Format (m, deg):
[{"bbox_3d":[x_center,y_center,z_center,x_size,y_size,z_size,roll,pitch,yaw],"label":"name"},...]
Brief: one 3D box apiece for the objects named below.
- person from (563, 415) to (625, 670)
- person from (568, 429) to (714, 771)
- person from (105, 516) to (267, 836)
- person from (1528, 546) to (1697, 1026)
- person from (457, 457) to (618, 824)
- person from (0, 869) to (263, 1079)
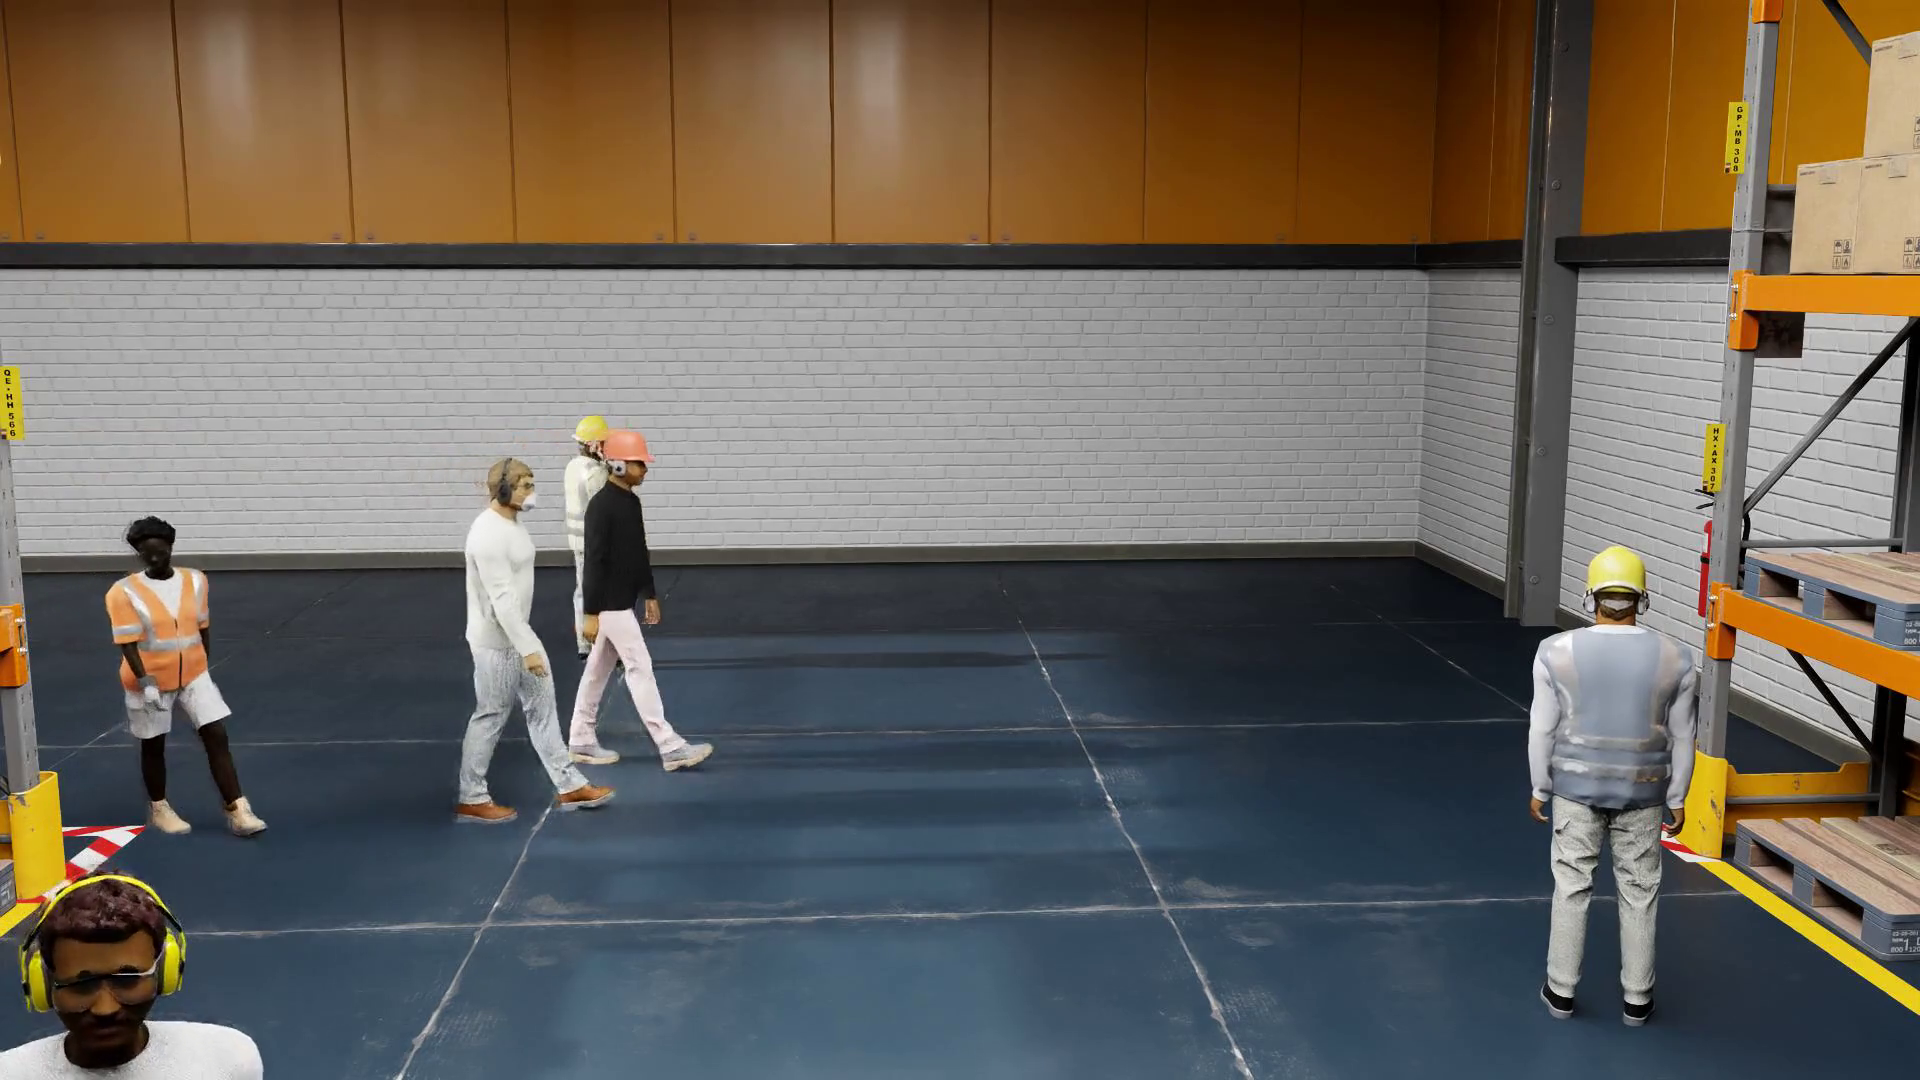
[{"bbox_3d":[-2.615,0.020,11.983,0.403,1.834,0.587,-6,11,-35],"label":"person"},{"bbox_3d":[-1.844,0.348,9.518,0.996,1.950,0.638,1,9,5],"label":"person"},{"bbox_3d":[-3.861,0.708,8.203,0.795,1.652,0.531,7,11,38],"label":"person"},{"bbox_3d":[2.452,0.929,6.291,0.587,1.828,0.404,3,9,17],"label":"person"},{"bbox_3d":[-2.246,0.529,8.569,0.805,1.902,0.649,0,9,1],"label":"person"},{"bbox_3d":[-1.482,1.451,2.945,0.520,1.855,0.702,-4,10,-23],"label":"person"}]
